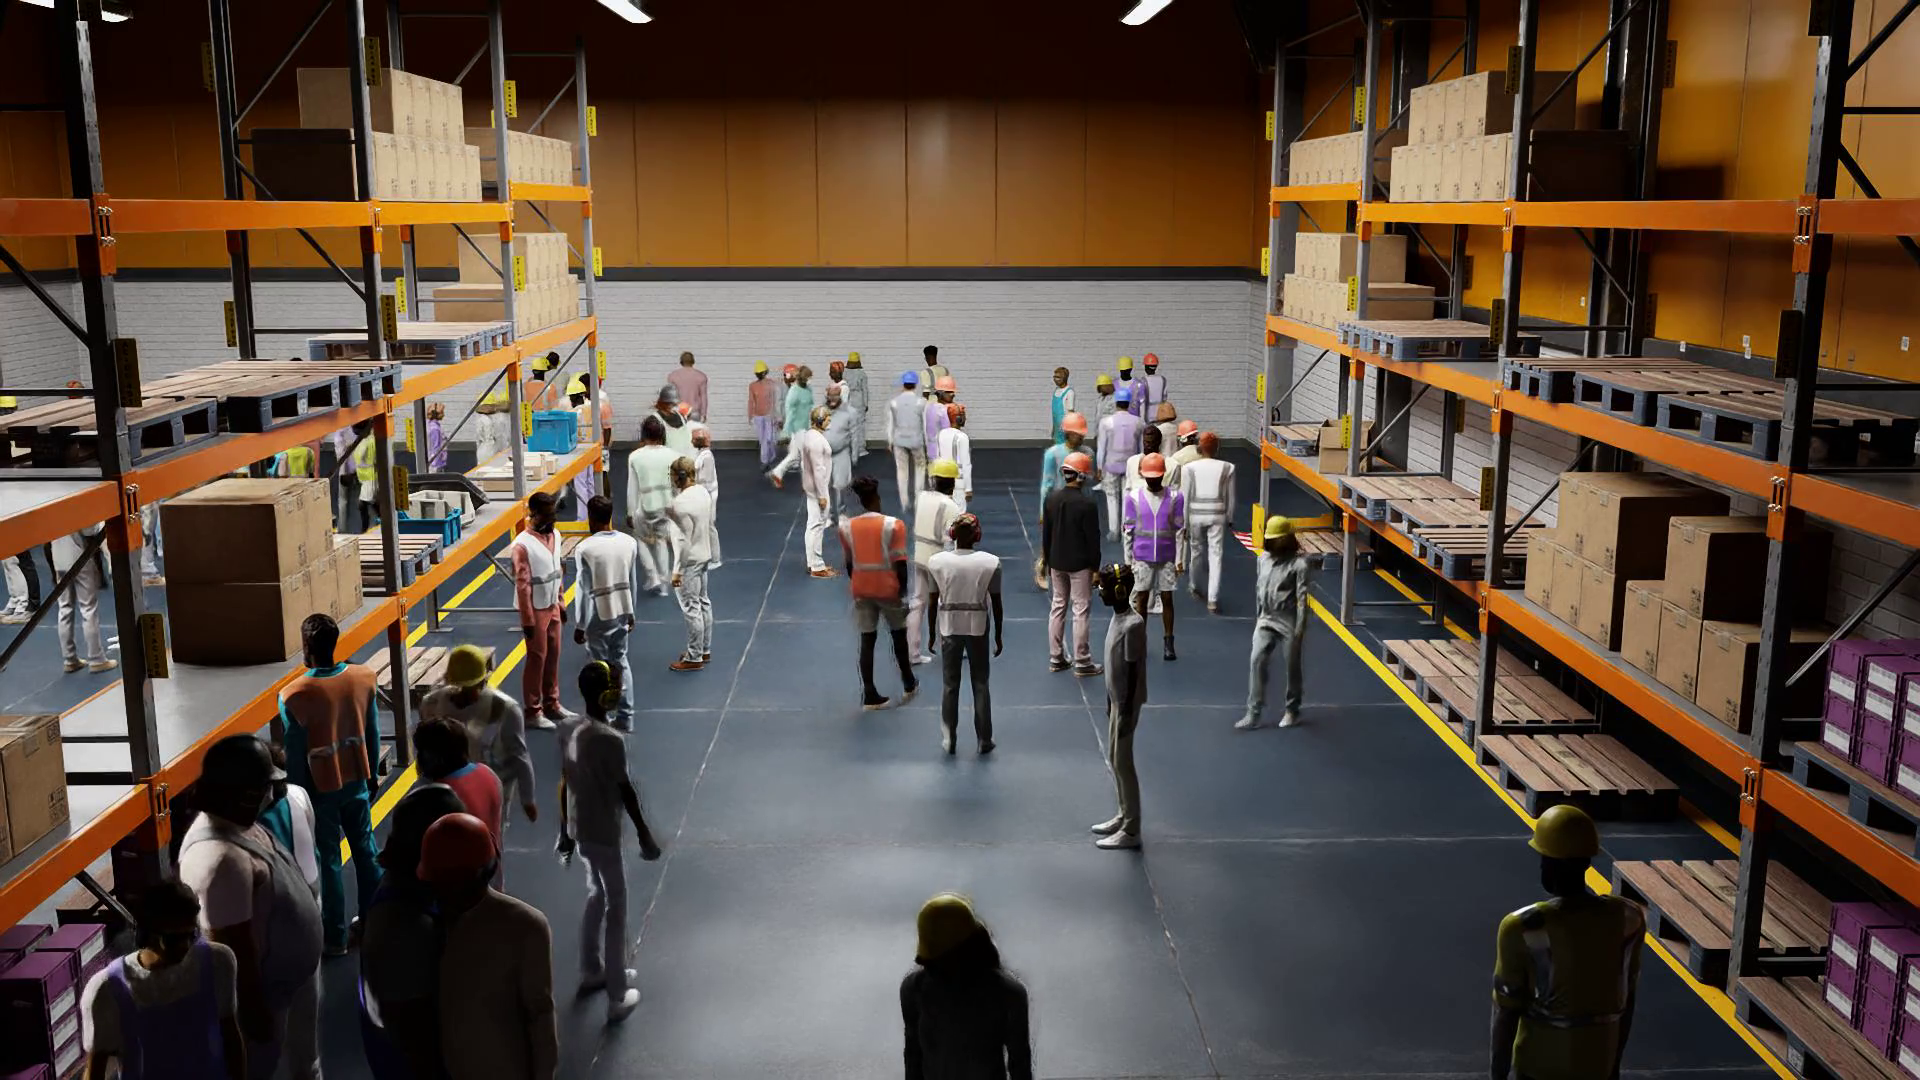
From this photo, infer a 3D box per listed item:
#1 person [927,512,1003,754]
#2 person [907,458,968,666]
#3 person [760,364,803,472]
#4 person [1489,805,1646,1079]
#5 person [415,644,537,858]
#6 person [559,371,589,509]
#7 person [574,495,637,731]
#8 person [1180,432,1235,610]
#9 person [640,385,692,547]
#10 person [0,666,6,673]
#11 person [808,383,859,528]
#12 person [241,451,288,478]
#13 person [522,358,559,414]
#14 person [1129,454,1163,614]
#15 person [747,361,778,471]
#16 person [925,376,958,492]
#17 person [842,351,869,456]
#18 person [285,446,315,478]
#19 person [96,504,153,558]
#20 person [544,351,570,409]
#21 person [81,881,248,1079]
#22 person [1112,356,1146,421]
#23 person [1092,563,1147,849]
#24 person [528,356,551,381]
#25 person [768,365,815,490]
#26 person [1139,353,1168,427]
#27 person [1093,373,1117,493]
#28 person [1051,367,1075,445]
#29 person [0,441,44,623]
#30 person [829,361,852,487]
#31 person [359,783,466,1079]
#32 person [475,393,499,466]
[{"bbox_3d":[0.037,0.714,12.542,0.570,1.843,0.373,1,11,3],"label":"person"},{"bbox_3d":[-0.145,0.189,15.085,0.927,1.885,0.606,-11,15,-43],"label":"person"},{"bbox_3d":[-2.809,-1.930,26.176,0.878,1.694,0.582,8,14,34],"label":"person"},{"bbox_3d":[2.256,1.931,6.279,0.583,1.918,0.404,-2,11,-8],"label":"person"},{"bbox_3d":[-2.703,1.407,9.332,0.619,1.763,0.839,3,12,12],"label":"person"},{"bbox_3d":[-5.211,-1.339,22.740,0.636,1.902,0.663,1,11,5],"label":"person"},{"bbox_3d":[-2.745,0.597,12.984,0.396,1.908,0.600,8,14,33],"label":"person"},{"bbox_3d":[2.561,-0.214,17.245,0.572,1.832,0.979,2,11,9],"label":"person"},{"bbox_3d":[-3.495,-0.894,20.113,0.541,2.000,0.686,6,13,26],"label":"person"},{"bbox_3d":[-8.744,0.299,14.664,0.501,1.839,0.341,5,12,23],"label":"person"},{"bbox_3d":[-1.662,-1.083,21.452,0.692,1.893,0.443,2,12,12],"label":"person"},{"bbox_3d":[-7.501,-0.378,18.016,0.564,1.847,0.395,3,12,14],"label":"person"},{"bbox_3d":[-6.179,-1.711,24.497,0.593,1.924,0.384,2,11,9],"label":"person"},{"bbox_3d":[1.893,-0.064,16.974,0.314,1.636,0.515,-5,12,-22],"label":"person"},{"bbox_3d":[-3.085,-1.946,26.114,0.536,1.744,0.443,4,12,19],"label":"person"},{"bbox_3d":[-0.215,-1.028,20.787,0.394,2.040,0.609,-5,12,-23],"label":"person"},{"bbox_3d":[-1.759,-2.275,27.792,0.487,1.744,0.297,2,11,10],"label":"person"},{"bbox_3d":[-7.608,-0.507,19.039,0.322,1.697,0.536,8,14,34],"label":"person"},{"bbox_3d":[-8.536,-0.042,16.911,0.601,1.617,0.479,0,11,-2],"label":"person"},{"bbox_3d":[-6.431,-2.064,26.453,0.506,1.861,0.329,-7,13,-30],"label":"person"},{"bbox_3d":[-2.782,2.065,5.899,0.600,1.791,0.858,-8,14,-34],"label":"person"},{"bbox_3d":[2.479,-1.793,24.913,0.594,1.922,0.385,5,12,24],"label":"person"},{"bbox_3d":[1.037,1.064,10.772,0.338,1.855,0.526,-1,11,-6],"label":"person"},{"bbox_3d":[-6.669,-2.078,26.779,0.532,1.755,0.342,-1,11,-4],"label":"person"},{"bbox_3d":[-2.372,-1.578,23.913,0.918,1.905,0.668,4,12,18],"label":"person"},{"bbox_3d":[2.882,-1.865,25.242,0.544,1.939,0.355,-6,13,-27],"label":"person"},{"bbox_3d":[2.115,-1.551,24.161,0.328,1.741,0.492,-8,14,-34],"label":"person"},{"bbox_3d":[1.498,-1.606,24.217,0.340,1.839,0.501,-5,12,-24],"label":"person"},{"bbox_3d":[-9.474,-0.166,16.579,0.623,1.992,0.396,9,15,39],"label":"person"},{"bbox_3d":[-1.781,-1.715,24.658,0.351,1.878,0.569,-3,12,-15],"label":"person"},{"bbox_3d":[-1.941,1.876,6.224,0.537,2.000,0.685,-2,11,-10],"label":"person"},{"bbox_3d":[-6.147,-1.062,21.705,0.322,1.742,0.493,-7,13,-31],"label":"person"}]
